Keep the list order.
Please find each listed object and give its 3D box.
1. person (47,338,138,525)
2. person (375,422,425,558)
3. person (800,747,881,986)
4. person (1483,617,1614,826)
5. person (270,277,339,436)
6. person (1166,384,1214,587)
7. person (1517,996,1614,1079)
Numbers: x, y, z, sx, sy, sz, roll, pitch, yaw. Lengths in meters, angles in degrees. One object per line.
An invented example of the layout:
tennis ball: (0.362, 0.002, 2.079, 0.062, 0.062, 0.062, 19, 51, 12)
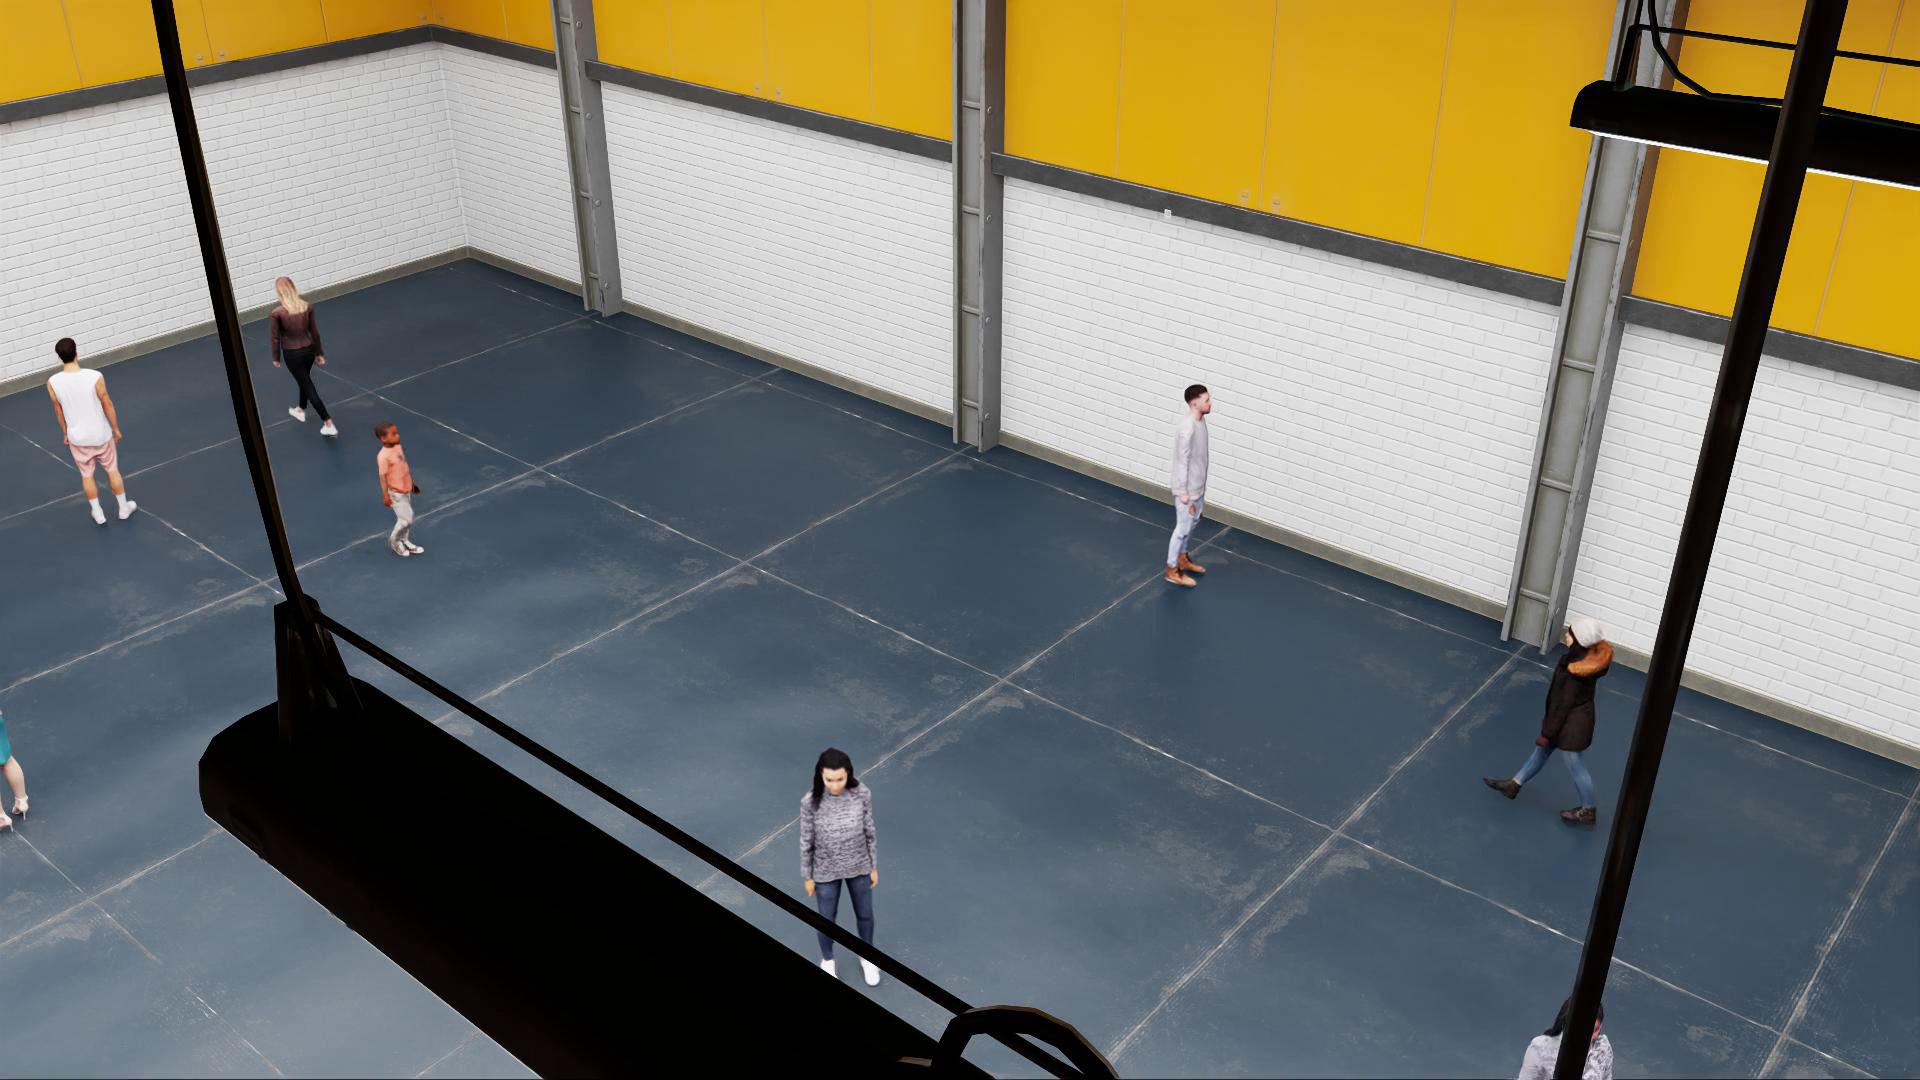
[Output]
person: (-8.072, -1.002, 15.395, 0.726, 1.785, 0.728, -10, 30, -18)
person: (-5.092, -0.462, 14.911, 0.637, 1.300, 0.586, 5, 29, 10)
person: (-0.716, 1.956, 10.029, 0.699, 1.730, 0.727, -7, 29, -12)
person: (4.258, 1.282, 11.410, 1.097, 1.592, 0.822, 12, 31, 21)
person: (-6.726, -1.837, 17.056, 1.120, 1.659, 0.648, 20, 35, 32)
person: (1.985, -0.504, 14.431, 0.666, 1.834, 0.741, 12, 31, 22)
person: (2.951, 2.885, 8.347, 0.908, 1.710, 0.963, -2, 29, -3)
